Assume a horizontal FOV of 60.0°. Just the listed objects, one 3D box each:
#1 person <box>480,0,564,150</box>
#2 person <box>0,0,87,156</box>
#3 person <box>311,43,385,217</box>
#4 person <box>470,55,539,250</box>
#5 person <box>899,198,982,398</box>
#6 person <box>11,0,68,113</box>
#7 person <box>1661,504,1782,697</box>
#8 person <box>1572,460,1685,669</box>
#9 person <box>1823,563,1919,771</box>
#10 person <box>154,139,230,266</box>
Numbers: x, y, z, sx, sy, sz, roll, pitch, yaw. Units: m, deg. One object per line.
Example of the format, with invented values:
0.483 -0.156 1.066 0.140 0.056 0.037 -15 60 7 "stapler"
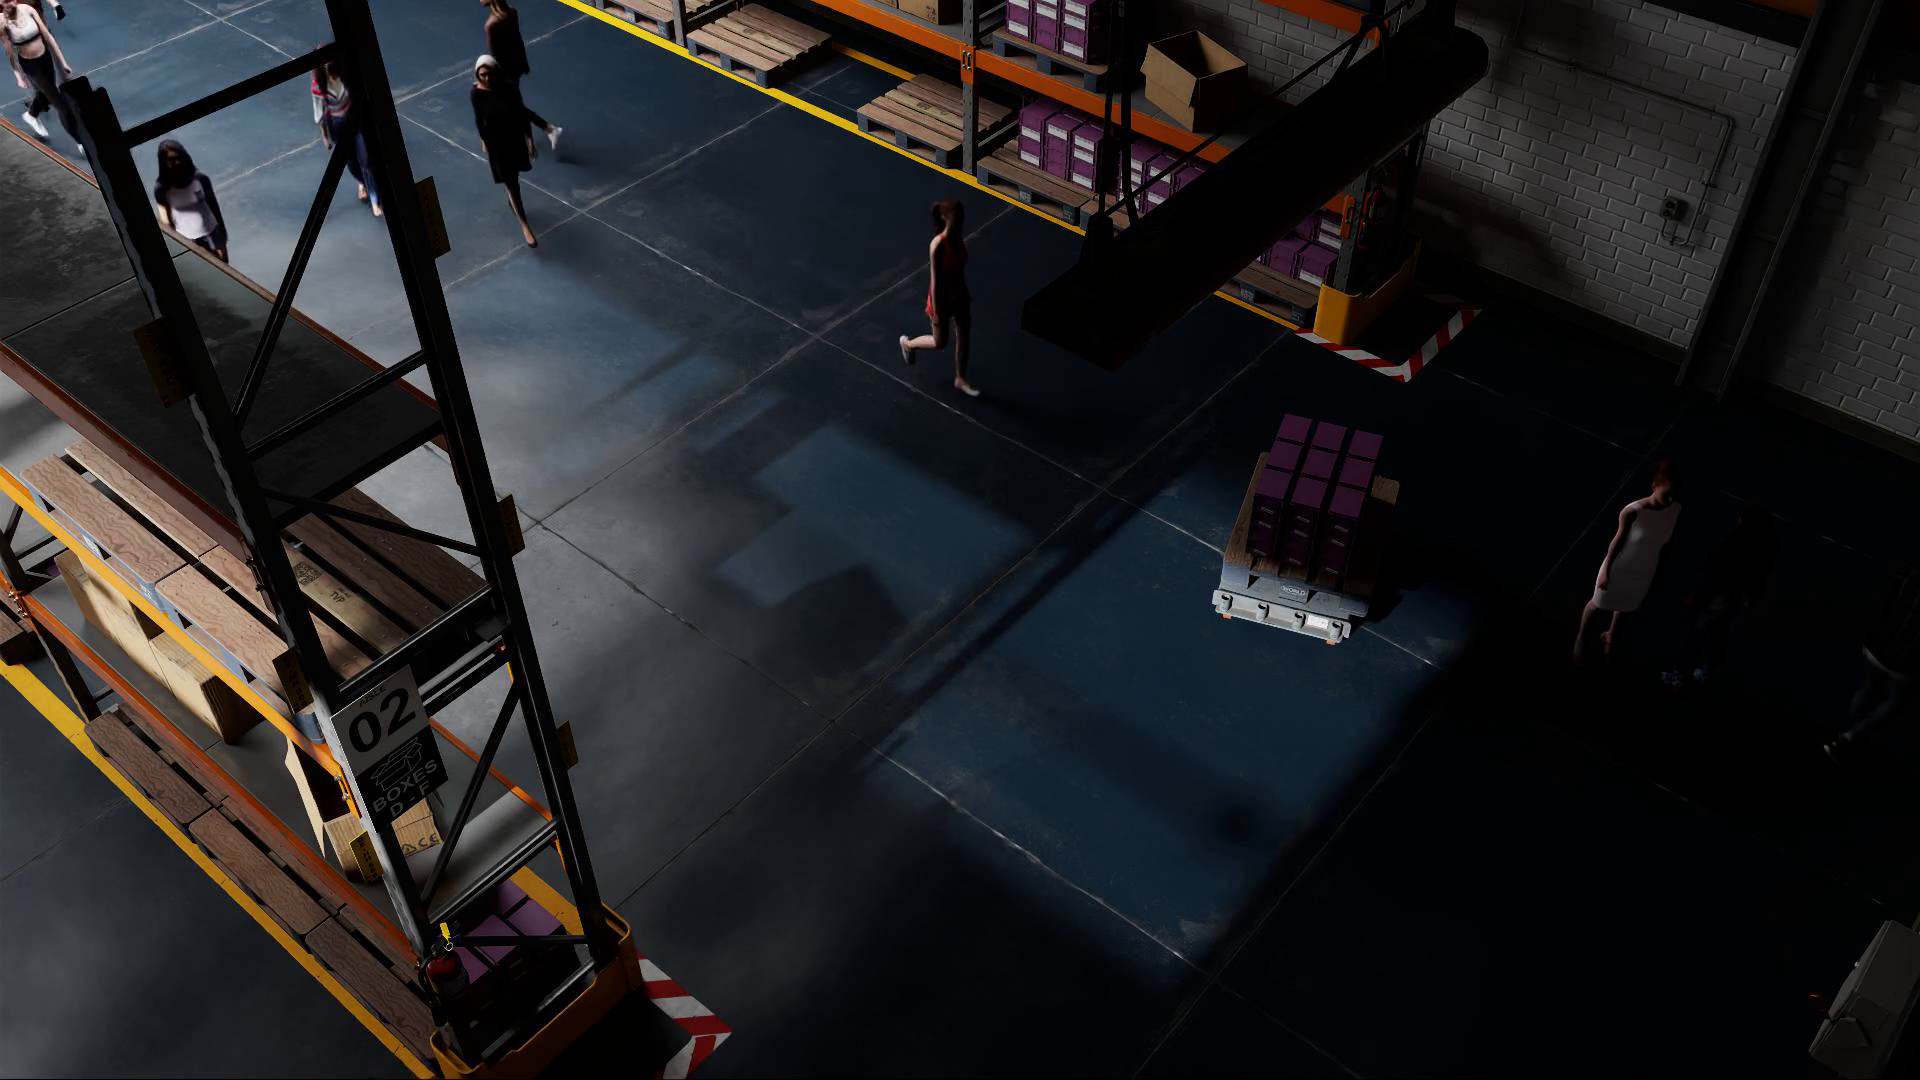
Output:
-4.159 -4.403 15.638 1.088 1.678 0.858 15 46 15 "person"
-8.737 -4.443 15.658 1.230 1.709 0.773 18 47 18 "person"
-5.542 -3.763 15.038 0.928 1.580 1.082 -13 45 -14 "person"
-4.016 -3.509 14.688 0.928 1.695 1.244 -19 47 -19 "person"
-0.157 -1.905 12.976 0.963 1.734 0.570 28 50 26 "person"
-8.914 -4.873 16.077 0.909 1.755 0.732 25 49 24 "person"
4.877 0.390 10.654 0.683 1.615 0.752 -1 44 -1 "person"
4.320 0.184 10.743 0.624 1.789 0.698 0 44 0 "person"
5.636 0.730 10.166 0.873 1.795 0.842 -19 47 -19 "person"
-6.283 -2.548 13.676 0.667 1.700 0.706 -28 50 -26 "person"
